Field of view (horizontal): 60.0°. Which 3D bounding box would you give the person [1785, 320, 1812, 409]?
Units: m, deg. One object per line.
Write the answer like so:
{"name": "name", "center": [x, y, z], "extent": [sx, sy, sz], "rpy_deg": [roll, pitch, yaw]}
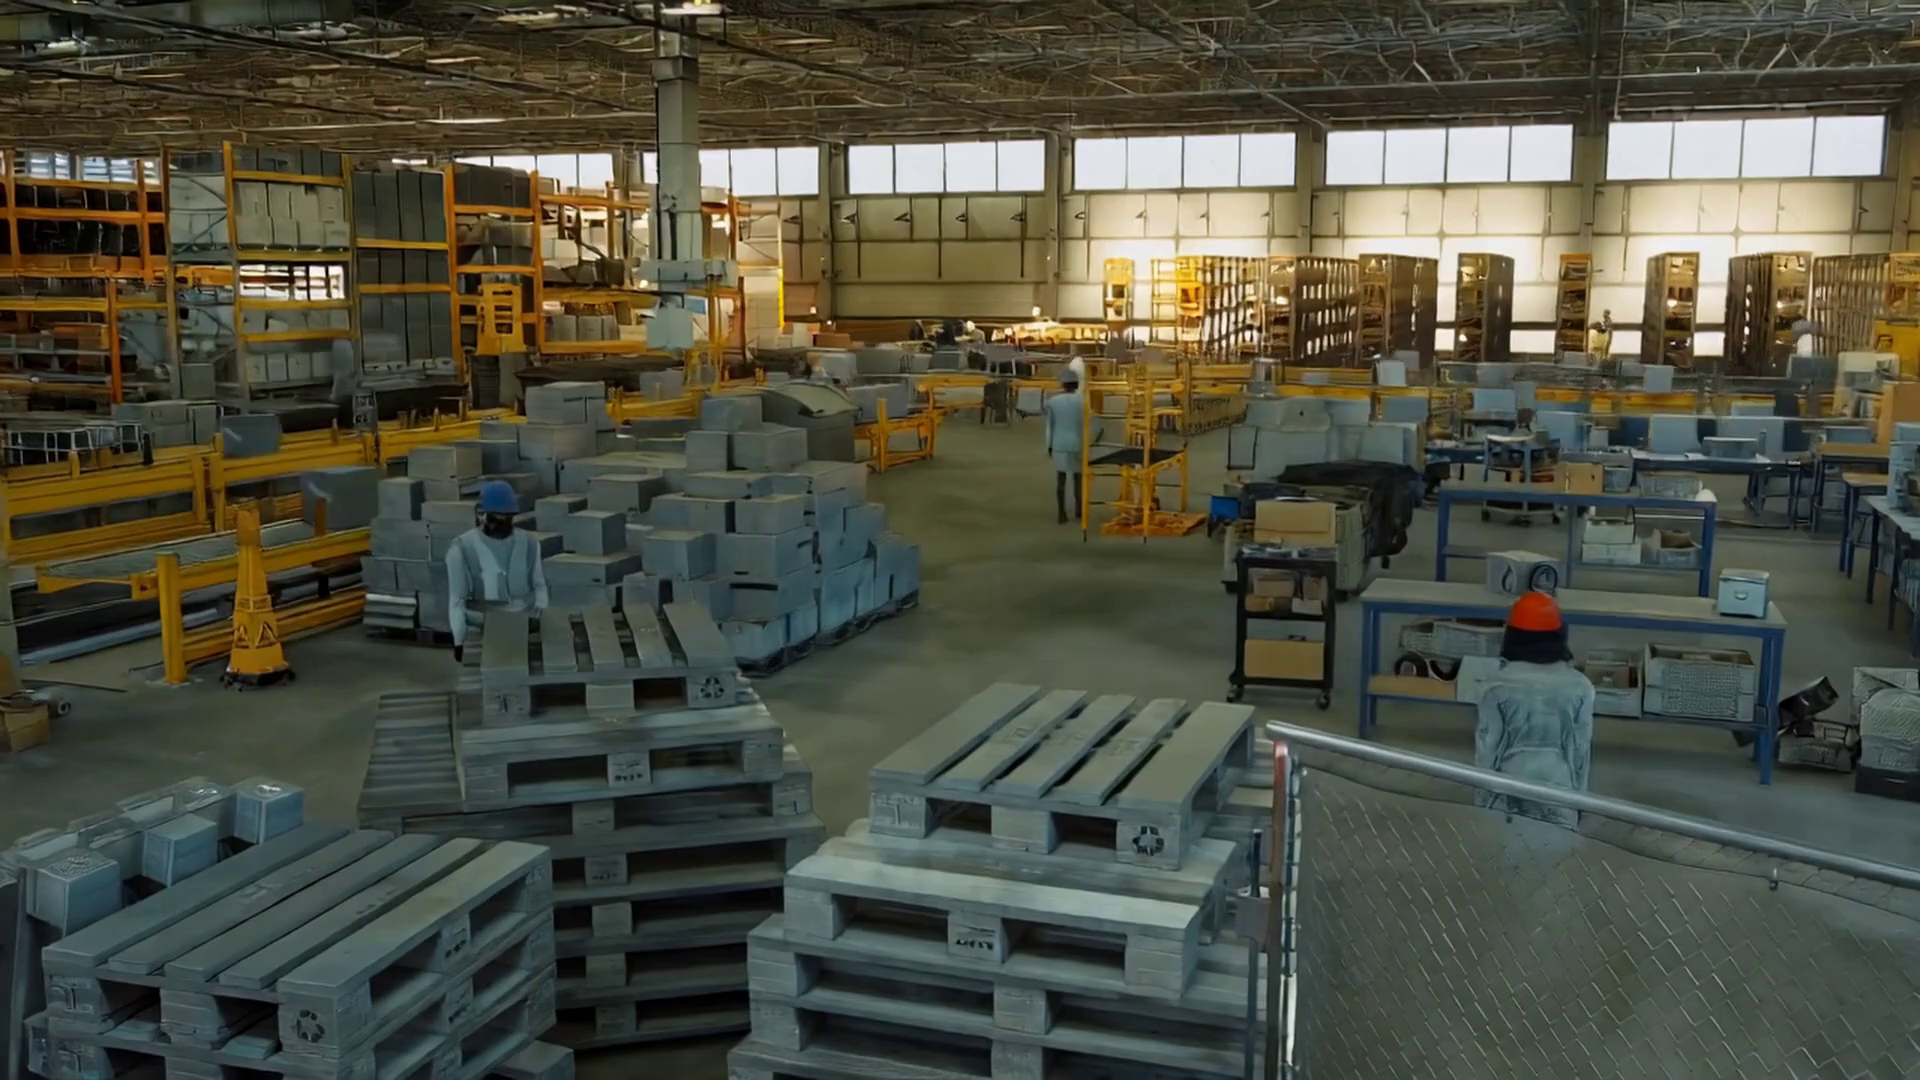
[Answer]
{"name": "person", "center": [18.963, -3.960, 37.633], "extent": [0.447, 2.019, 0.619], "rpy_deg": [8, 12, 42]}

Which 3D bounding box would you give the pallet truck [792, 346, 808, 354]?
{"name": "pallet truck", "center": [-3.705, -4.298, 42.022], "extent": [0.653, 1.274, 1.630], "rpy_deg": [3, 10, 20]}

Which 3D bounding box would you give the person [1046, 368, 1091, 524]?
{"name": "person", "center": [1.348, -1.169, 20.537], "extent": [0.573, 1.881, 0.994], "rpy_deg": [2, 9, 15]}

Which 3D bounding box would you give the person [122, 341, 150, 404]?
{"name": "person", "center": [-14.069, -2.430, 28.347], "extent": [0.383, 1.929, 0.539], "rpy_deg": [9, 13, 43]}

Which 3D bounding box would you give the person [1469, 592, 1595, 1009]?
{"name": "person", "center": [2.351, 1.077, 6.895], "extent": [0.487, 1.740, 0.313], "rpy_deg": [0, 9, 0]}

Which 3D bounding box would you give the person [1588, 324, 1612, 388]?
{"name": "person", "center": [16.923, -4.838, 44.030], "extent": [0.591, 1.764, 0.959], "rpy_deg": [4, 10, 25]}

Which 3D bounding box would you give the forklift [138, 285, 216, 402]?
{"name": "forklift", "center": [-17.480, -4.200, 36.461], "extent": [1.873, 2.768, 1.129], "rpy_deg": [3, 10, 19]}

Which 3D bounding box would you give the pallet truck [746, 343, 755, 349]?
{"name": "pallet truck", "center": [-6.183, -4.618, 44.264], "extent": [1.601, 1.201, 0.680], "rpy_deg": [-9, 12, -43]}

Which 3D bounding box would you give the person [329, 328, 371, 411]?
{"name": "person", "center": [-13.803, -3.826, 37.352], "extent": [0.636, 1.852, 1.014], "rpy_deg": [6, 11, 33]}

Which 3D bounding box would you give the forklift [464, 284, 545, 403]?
{"name": "forklift", "center": [-10.832, -4.702, 39.610], "extent": [1.129, 2.768, 1.873], "rpy_deg": [3, 10, 20]}

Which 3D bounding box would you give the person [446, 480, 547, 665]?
{"name": "person", "center": [-2.773, 0.538, 10.031], "extent": [0.610, 1.824, 0.404], "rpy_deg": [-7, 11, -36]}

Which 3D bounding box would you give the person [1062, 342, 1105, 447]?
{"name": "person", "center": [2.100, -2.560, 29.336], "extent": [0.874, 1.877, 0.652], "rpy_deg": [-1, 9, -6]}

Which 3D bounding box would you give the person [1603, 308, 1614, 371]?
{"name": "person", "center": [20.495, -6.352, 52.743], "extent": [0.376, 1.996, 0.612], "rpy_deg": [0, 9, -2]}
